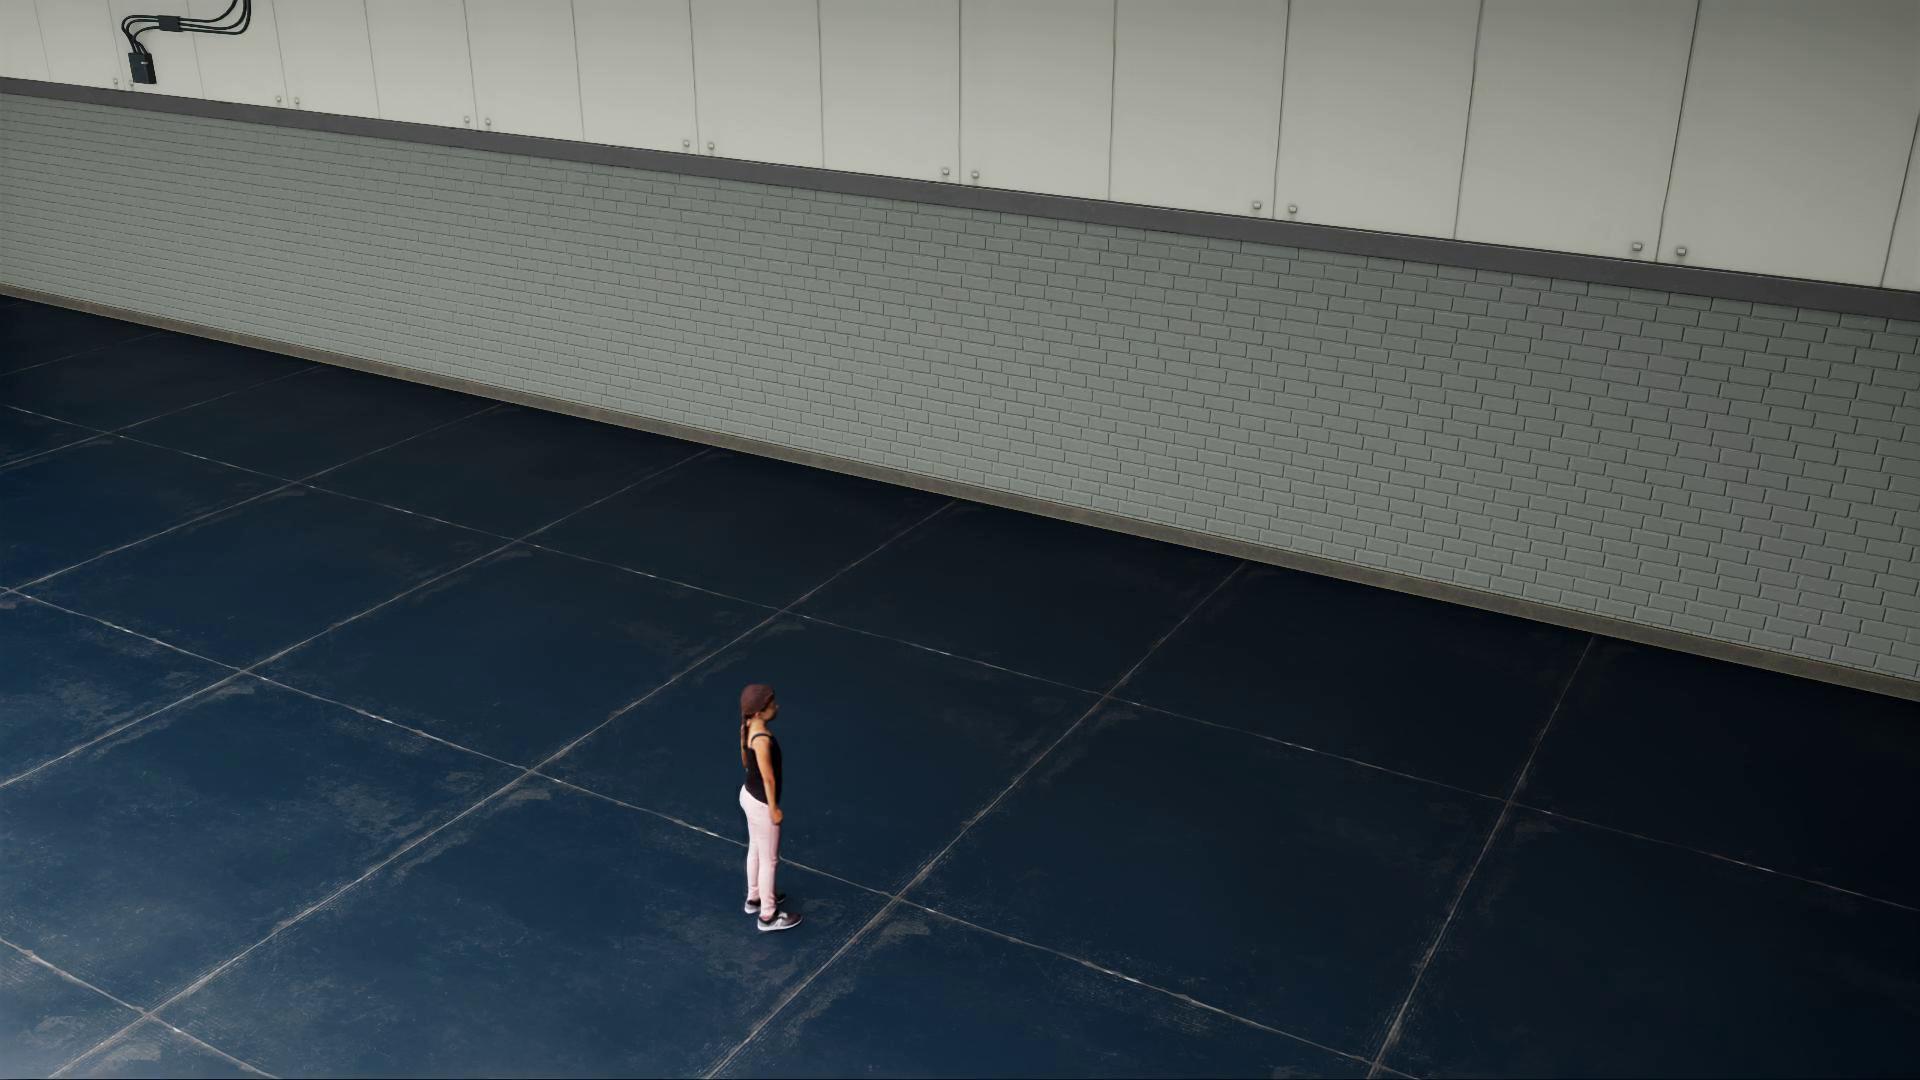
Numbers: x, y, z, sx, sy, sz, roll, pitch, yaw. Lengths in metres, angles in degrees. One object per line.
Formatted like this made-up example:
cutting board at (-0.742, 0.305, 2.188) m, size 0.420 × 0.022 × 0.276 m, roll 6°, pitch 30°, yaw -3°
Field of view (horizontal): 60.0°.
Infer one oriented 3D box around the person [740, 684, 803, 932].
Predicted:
person at (-1.157, 1.540, 9.737) m, size 0.657 × 1.564 × 0.619 m, roll -10°, pitch 25°, yaw -22°
